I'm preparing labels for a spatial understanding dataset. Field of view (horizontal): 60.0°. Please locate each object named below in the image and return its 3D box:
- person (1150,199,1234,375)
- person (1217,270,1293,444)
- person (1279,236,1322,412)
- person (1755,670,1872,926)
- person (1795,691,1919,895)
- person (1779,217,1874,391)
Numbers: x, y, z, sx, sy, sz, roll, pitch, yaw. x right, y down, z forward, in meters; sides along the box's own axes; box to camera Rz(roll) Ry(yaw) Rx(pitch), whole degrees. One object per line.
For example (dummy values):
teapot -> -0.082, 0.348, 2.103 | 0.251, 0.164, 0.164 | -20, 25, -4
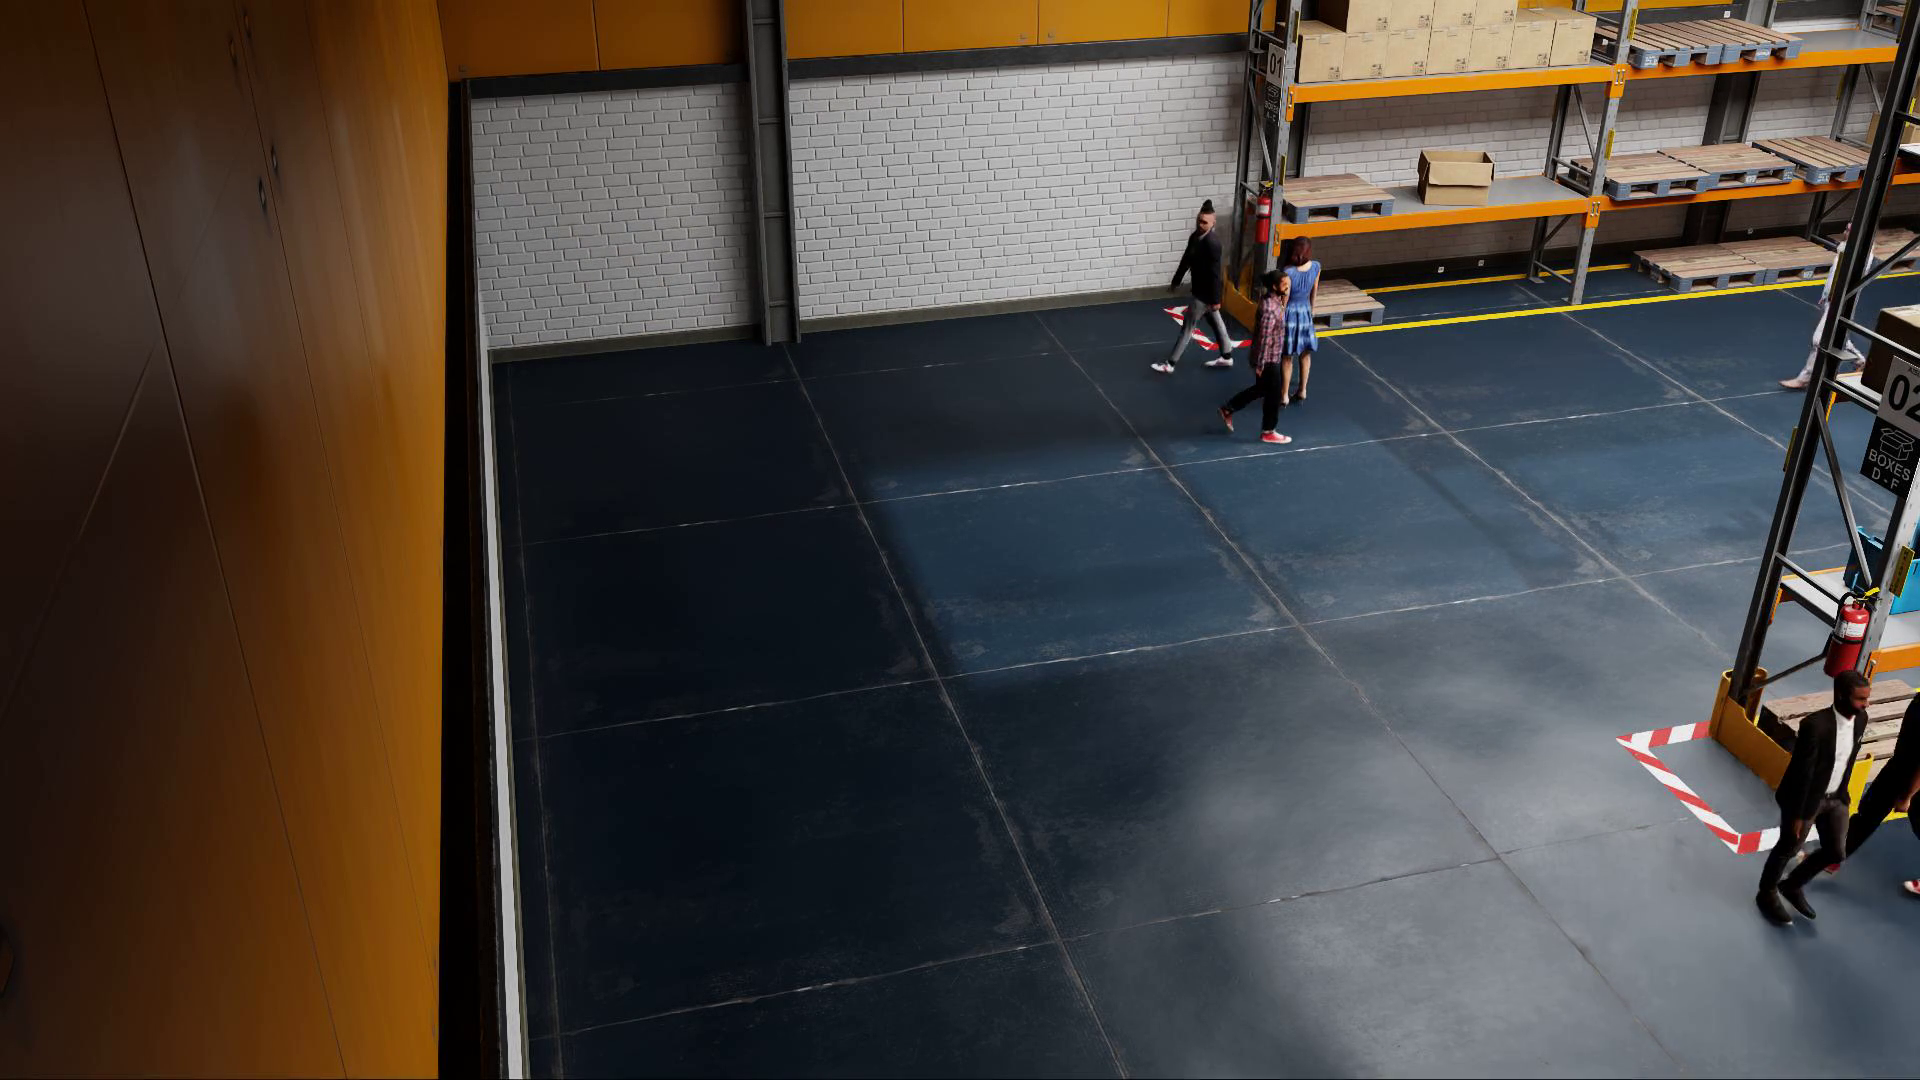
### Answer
person -> 2.652, -2.631, 17.452 | 1.204, 1.901, 0.796 | -4, 29, -8
person -> 2.880, -1.775, 16.049 | 1.091, 1.741, 0.921 | 4, 29, 8
person -> 3.370, -2.185, 16.733 | 0.606, 1.805, 0.784 | -15, 32, -25
person -> 5.041, 1.506, 9.984 | 0.553, 1.790, 0.735 | -10, 30, -17
person -> 5.911, 1.469, 10.130 | 1.269, 1.714, 1.016 | 6, 29, 10
person -> 9.103, -2.399, 17.067 | 1.251, 1.863, 0.912 | 1, 29, 3
